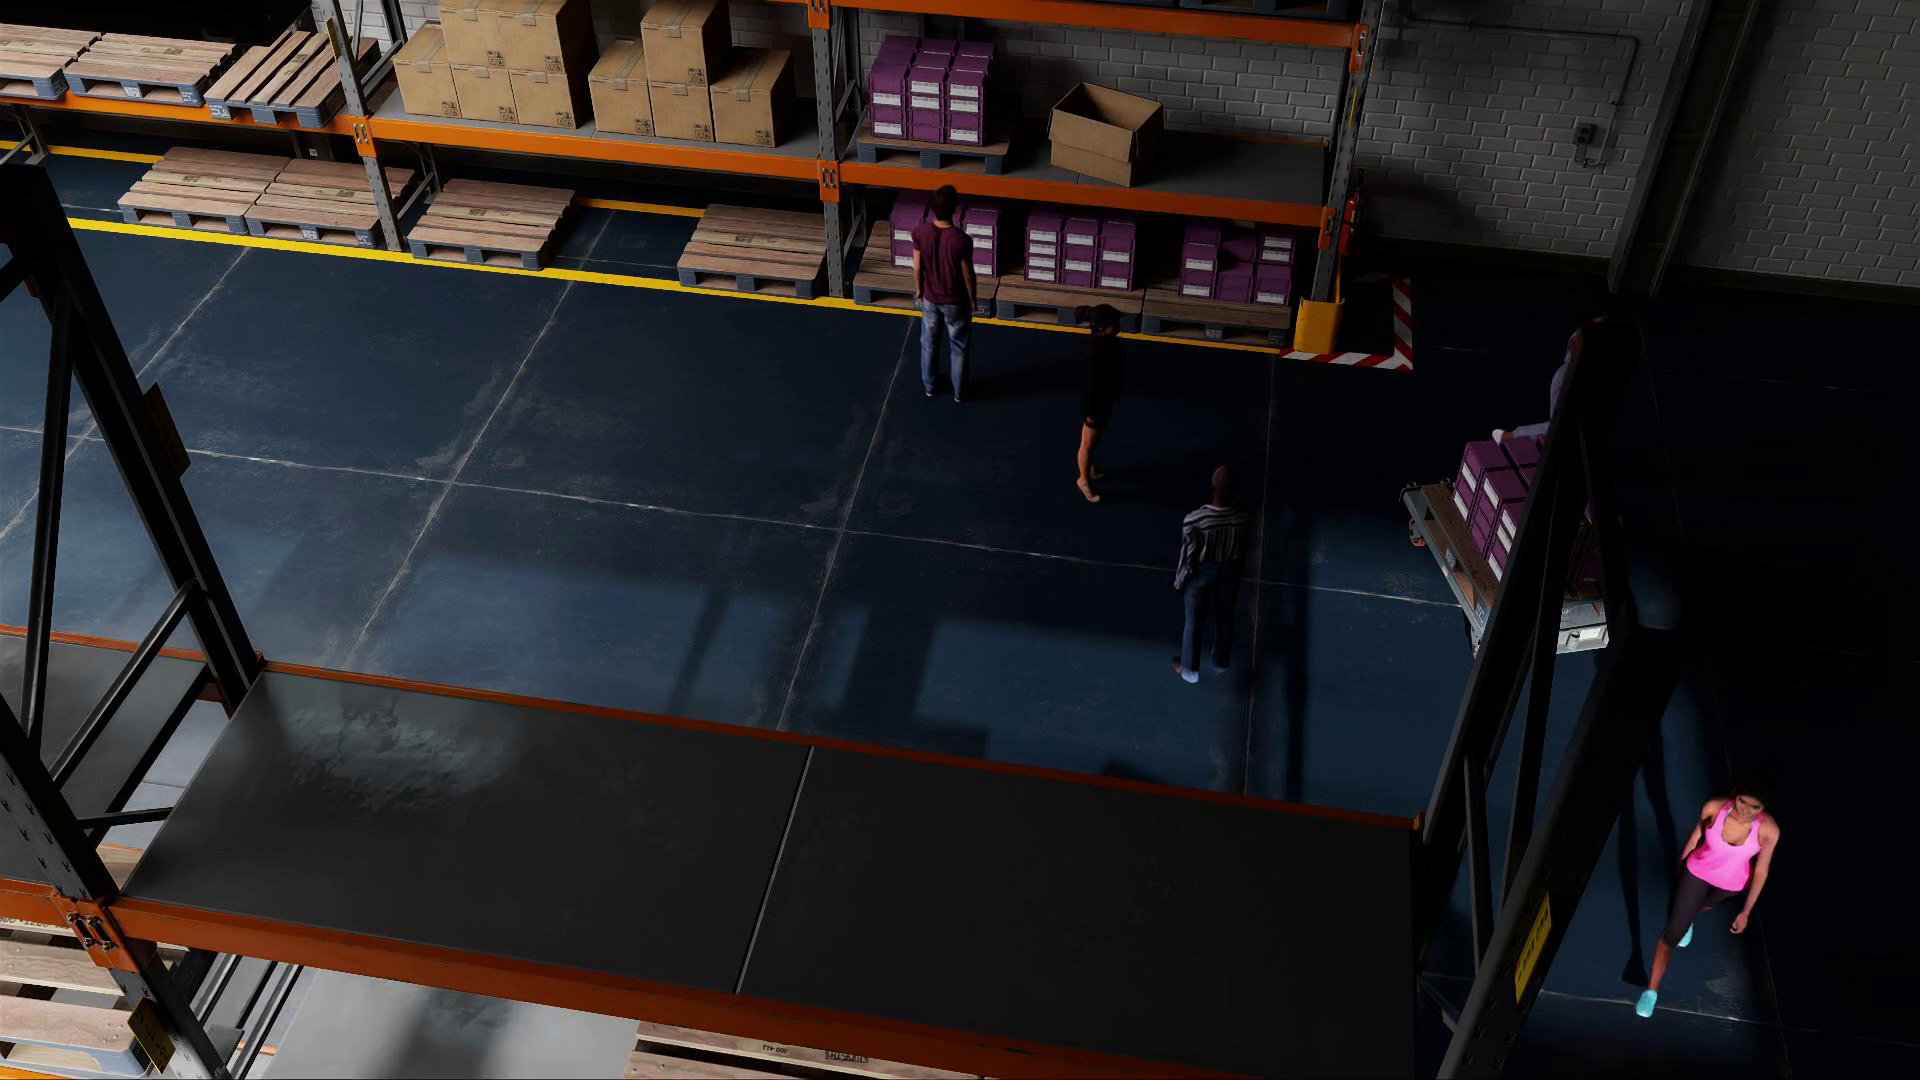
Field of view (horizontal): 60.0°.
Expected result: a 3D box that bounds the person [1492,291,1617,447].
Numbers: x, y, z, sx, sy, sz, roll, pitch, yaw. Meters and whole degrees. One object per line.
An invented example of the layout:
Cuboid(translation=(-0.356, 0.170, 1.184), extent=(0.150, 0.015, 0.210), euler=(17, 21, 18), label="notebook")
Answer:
Cuboid(translation=(4.304, -1.094, 11.934), extent=(1.005, 1.678, 0.853), euler=(26, 49, 24), label="person")

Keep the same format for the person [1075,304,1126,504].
Cuboid(translation=(0.984, -0.991, 11.854), extent=(0.611, 1.639, 0.562), euler=(10, 44, 10), label="person")

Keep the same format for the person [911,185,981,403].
Cuboid(translation=(-0.107, -1.859, 12.609), extent=(0.564, 1.855, 0.765), euler=(16, 46, 16), label="person")

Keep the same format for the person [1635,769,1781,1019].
Cuboid(translation=(4.080, 1.762, 8.942), extent=(1.117, 1.670, 0.887), euler=(21, 48, 21), label="person")

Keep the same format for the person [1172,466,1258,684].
Cuboid(translation=(1.590, 0.233, 10.456), extent=(0.609, 1.796, 0.753), euler=(-10, 44, -10), label="person")
